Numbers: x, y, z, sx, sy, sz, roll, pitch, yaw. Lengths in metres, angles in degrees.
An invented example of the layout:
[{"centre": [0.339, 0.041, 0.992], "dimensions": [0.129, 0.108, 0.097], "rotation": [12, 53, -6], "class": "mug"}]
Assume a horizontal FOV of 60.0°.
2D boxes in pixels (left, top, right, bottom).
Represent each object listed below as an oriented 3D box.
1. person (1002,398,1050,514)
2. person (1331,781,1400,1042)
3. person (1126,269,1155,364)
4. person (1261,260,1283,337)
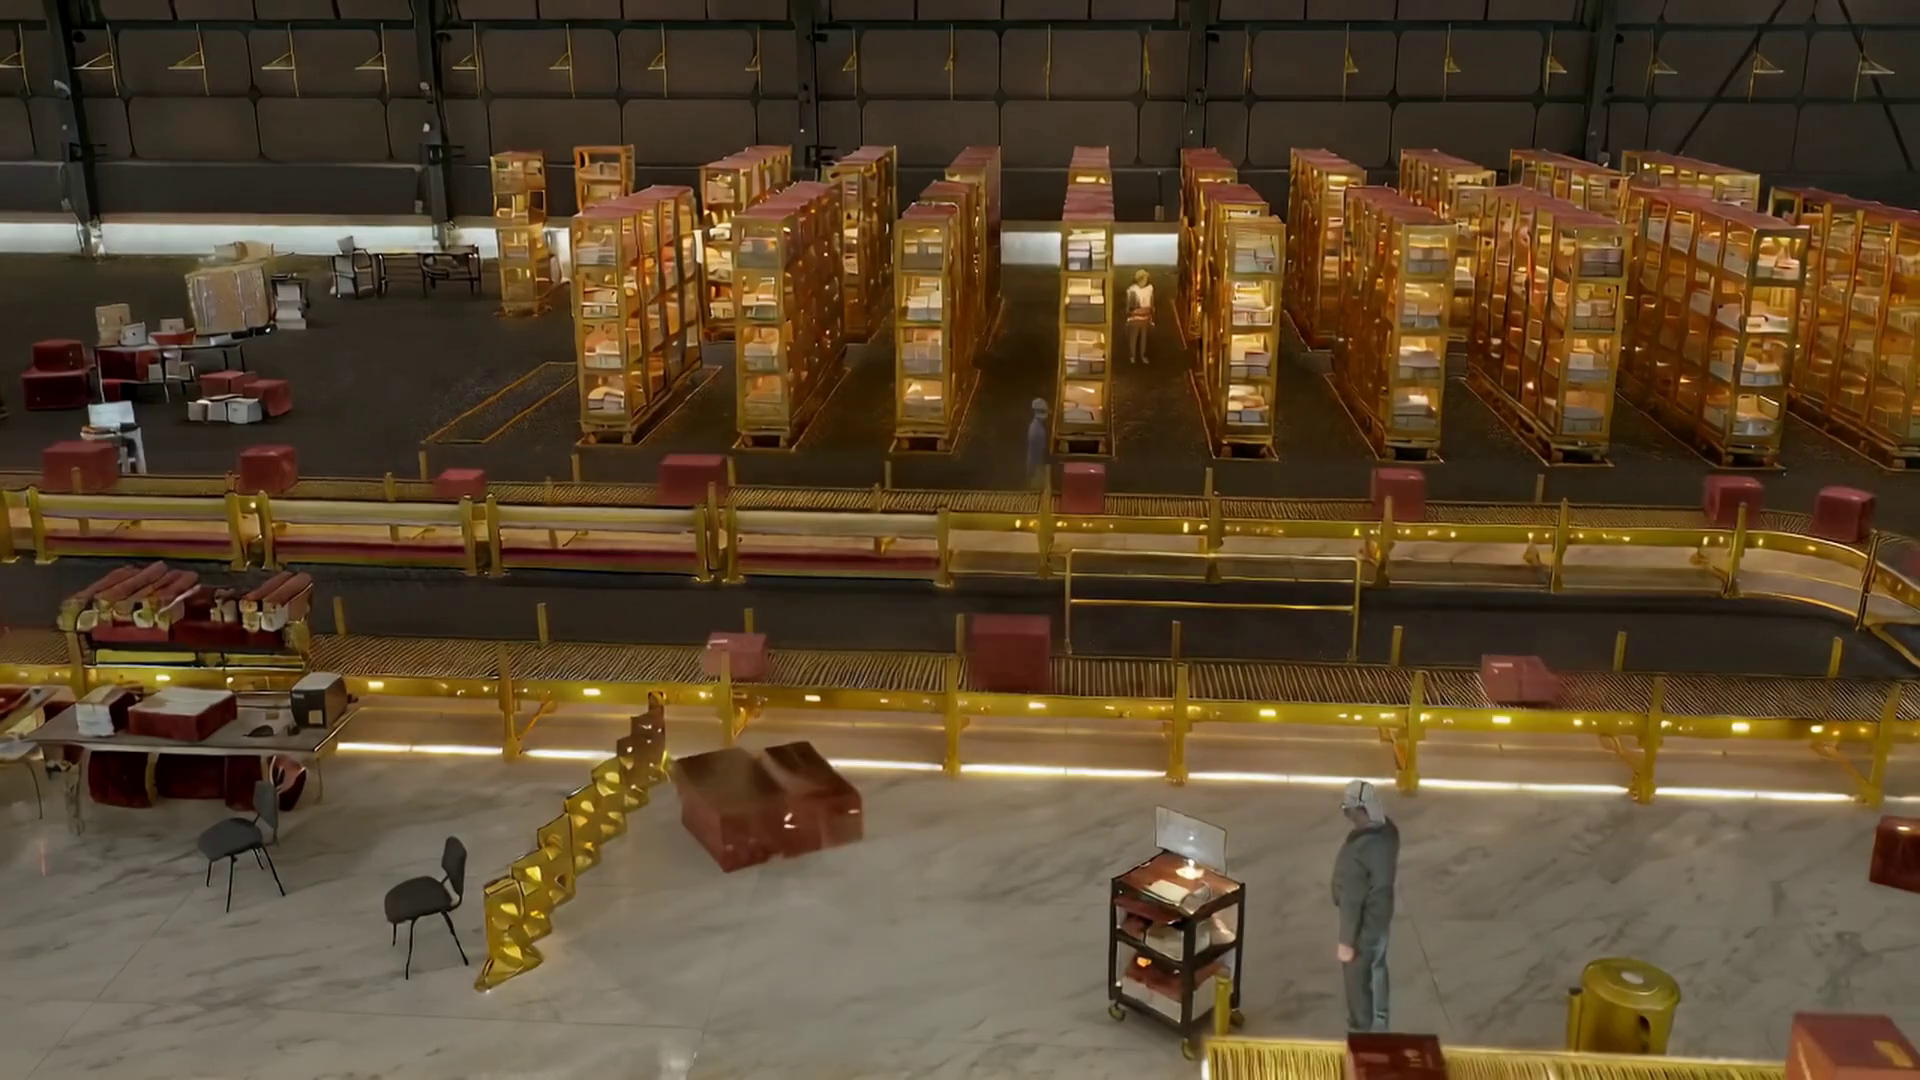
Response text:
[{"centre": [0.942, -1.025, 21.964], "dimensions": [0.746, 1.744, 0.530], "rotation": [2, 18, 7], "class": "person"}, {"centre": [2.579, 2.438, 10.740], "dimensions": [0.404, 1.895, 0.662], "rotation": [11, 21, 31], "class": "person"}, {"centre": [3.522, -4.352, 32.368], "dimensions": [0.603, 1.830, 0.404], "rotation": [-4, 18, -13], "class": "person"}, {"centre": [6.482, -5.270, 35.045], "dimensions": [0.630, 1.970, 0.451], "rotation": [4, 18, 12], "class": "person"}]
